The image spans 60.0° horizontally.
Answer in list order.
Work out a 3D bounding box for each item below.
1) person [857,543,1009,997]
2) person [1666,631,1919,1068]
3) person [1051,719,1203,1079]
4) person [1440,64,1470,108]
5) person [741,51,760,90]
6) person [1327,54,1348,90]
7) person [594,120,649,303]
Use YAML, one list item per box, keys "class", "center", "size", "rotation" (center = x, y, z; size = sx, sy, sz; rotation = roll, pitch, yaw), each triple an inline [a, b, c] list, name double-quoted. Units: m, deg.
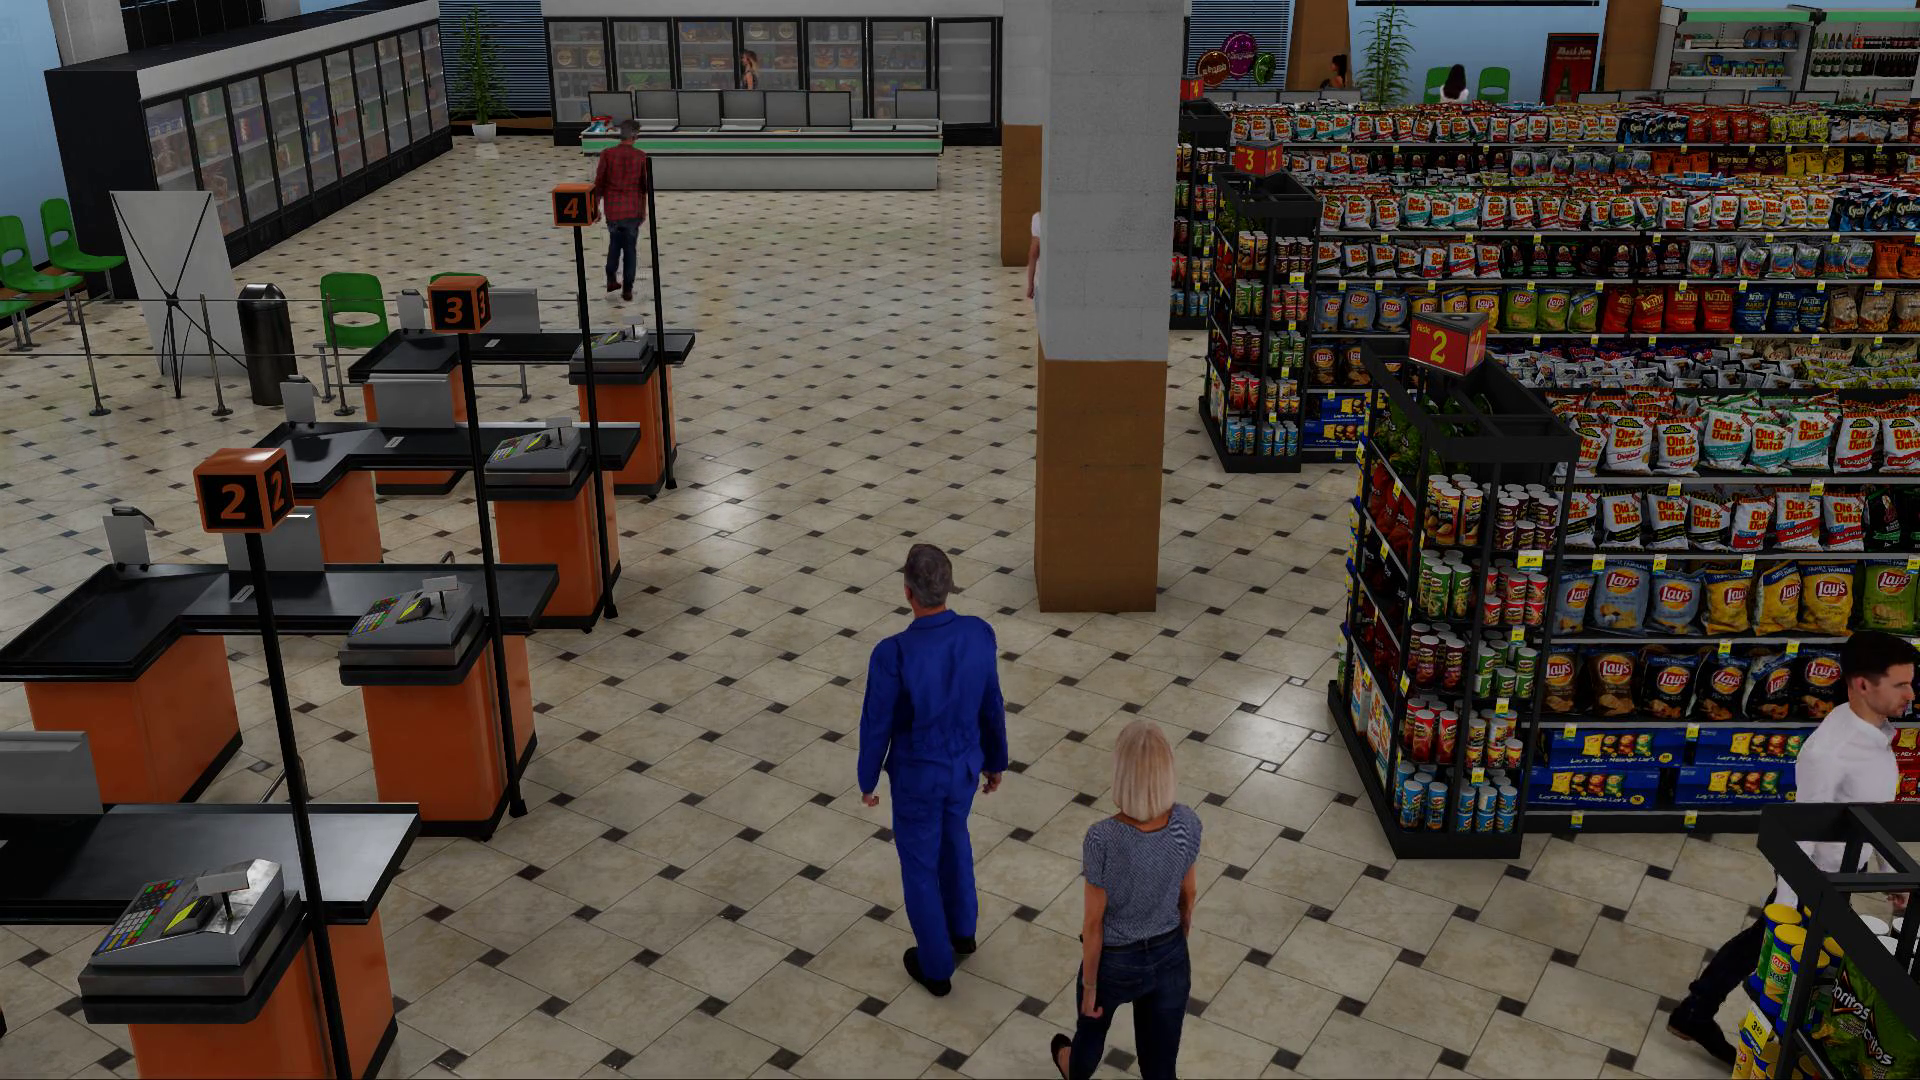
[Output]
- class: "person"
  center: [-0.052, 0.923, 6.310]
  size: [0.810, 1.813, 0.933]
  rotation: [-12, 25, -28]
- class: "person"
  center: [2.889, 1.133, 5.768]
  size: [1.175, 1.829, 1.233]
  rotation: [-20, 29, -41]
- class: "person"
  center: [0.596, 1.415, 5.271]
  size: [1.098, 1.675, 0.860]
  rotation: [-6, 23, -15]
- class: "person"
  center: [6.687, -5.650, 22.890]
  size: [1.094, 1.649, 1.129]
  rotation: [19, 28, 39]
- class: "person"
  center: [-3.053, -6.343, 24.538]
  size: [0.486, 1.706, 0.558]
  rotation: [0, 22, 1]
- class: "person"
  center: [5.627, -6.300, 24.494]
  size: [0.768, 1.659, 0.722]
  rotation: [14, 26, 31]
- class: "person"
  center: [-3.455, -3.342, 16.935]
  size: [0.637, 1.805, 0.788]
  rotation: [-5, 23, -13]
